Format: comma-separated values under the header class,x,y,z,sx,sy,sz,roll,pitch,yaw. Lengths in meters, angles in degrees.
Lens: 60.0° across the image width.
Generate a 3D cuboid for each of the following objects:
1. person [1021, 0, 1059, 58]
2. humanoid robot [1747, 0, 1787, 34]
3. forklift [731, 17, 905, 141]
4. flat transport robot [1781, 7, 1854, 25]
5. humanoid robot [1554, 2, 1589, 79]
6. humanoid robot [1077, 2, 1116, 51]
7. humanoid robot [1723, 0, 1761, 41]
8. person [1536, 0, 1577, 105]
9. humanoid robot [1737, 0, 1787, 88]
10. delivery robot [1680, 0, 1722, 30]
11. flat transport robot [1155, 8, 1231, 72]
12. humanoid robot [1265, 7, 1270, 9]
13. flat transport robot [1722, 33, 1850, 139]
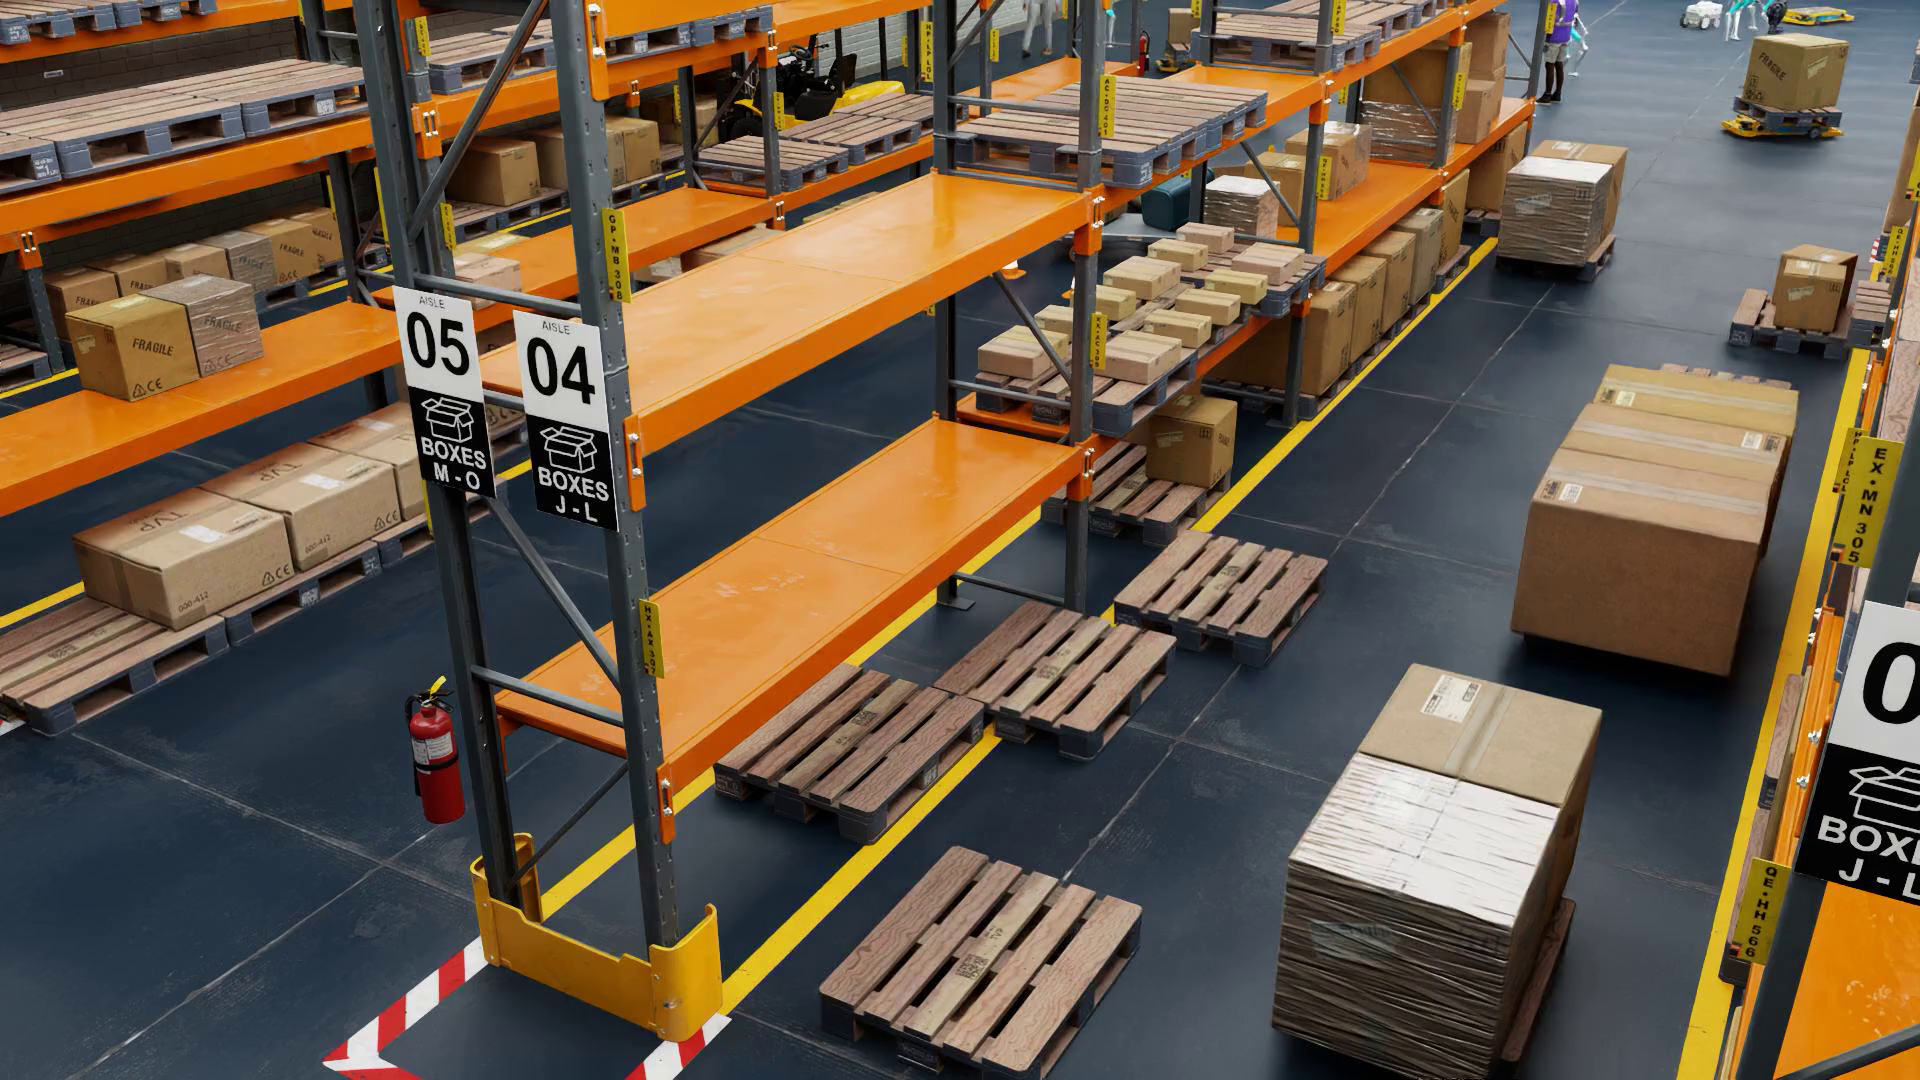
class,x,y,z,sx,sy,sz,roll,pitch,yaw
person,1.410,-9.361,28.945,0.670,1.879,0.791,0,26,1
humanoid robot,15.178,-10.369,31.237,0.925,1.764,0.534,6,26,12
forklift,-1.819,-5.975,21.543,2.313,2.155,1.214,14,29,26
flat transport robot,16.887,-10.346,32.840,1.431,0.231,0.659,-13,28,-24
humanoid robot,9.935,-8.304,26.958,0.539,1.825,0.756,-14,29,-26
humanoid robot,2.495,-9.453,29.320,0.530,1.742,0.981,21,33,37
humanoid robot,14.408,-10.011,30.509,0.536,1.804,0.823,-8,27,-16
person,9.041,-7.594,25.184,0.596,1.958,0.371,-22,33,-38
humanoid robot,12.844,-7.883,26.180,0.790,1.648,0.609,10,27,19
delivery robot,14.357,-10.172,32.148,0.770,0.595,0.499,-16,30,-29
flat transport robot,4.059,-8.071,28.113,1.431,0.231,0.659,-1,26,-2
humanoid robot,4.365,-6.770,23.808,0.584,1.637,0.661,19,32,35
flat transport robot,11.636,-5.869,23.537,1.431,0.231,0.659,0,26,0
